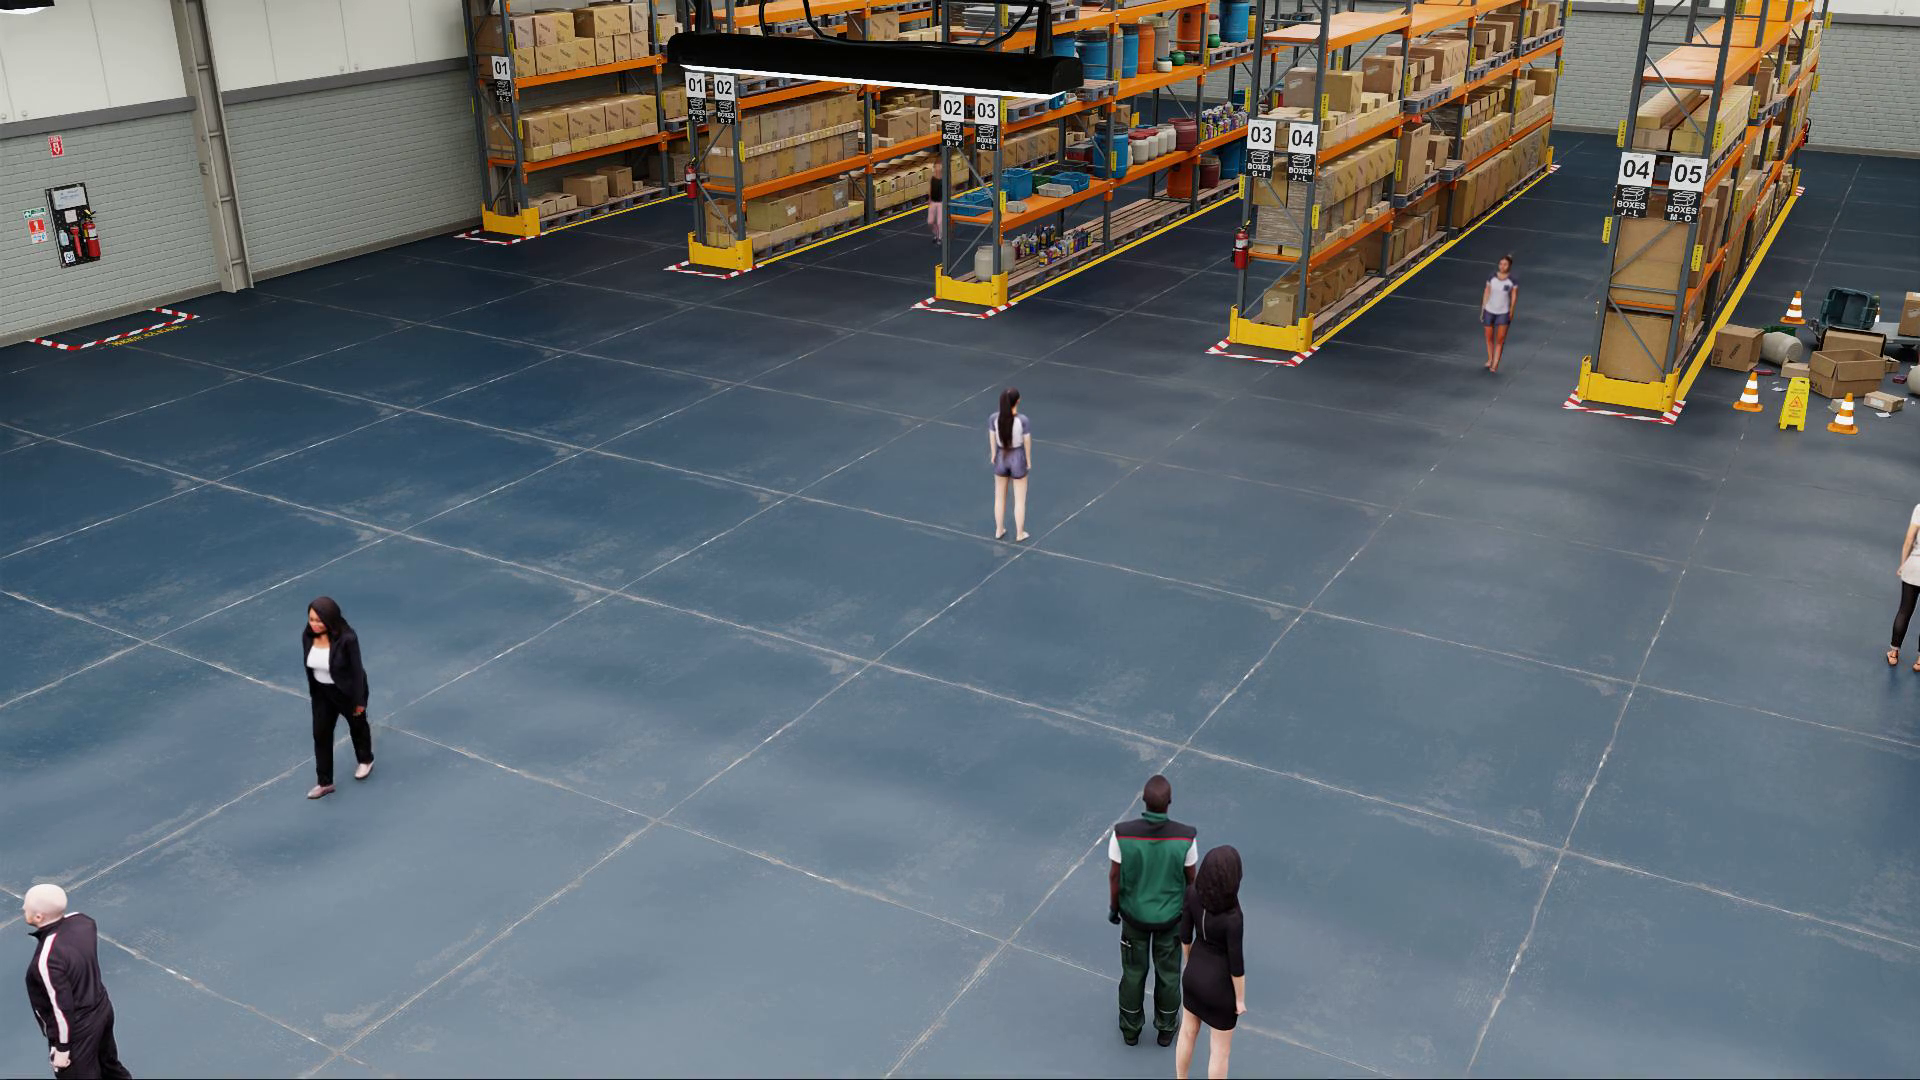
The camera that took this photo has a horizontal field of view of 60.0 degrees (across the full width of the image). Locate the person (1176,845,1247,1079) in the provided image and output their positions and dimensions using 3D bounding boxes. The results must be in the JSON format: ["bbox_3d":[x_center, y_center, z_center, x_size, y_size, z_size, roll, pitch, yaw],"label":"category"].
[{"bbox_3d":[1.397,2.502,9.301,0.609,1.806,0.648,-17,28,-35],"label":"person"}]

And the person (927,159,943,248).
[{"bbox_3d":[-0.369,-6.016,29.653,0.588,1.555,0.653,8,24,18],"label":"person"}]

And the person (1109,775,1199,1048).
[{"bbox_3d":[1.149,2.217,9.929,0.772,1.839,0.758,2,23,6],"label":"person"}]

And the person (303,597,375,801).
[{"bbox_3d":[-4.728,1.137,12.791,0.869,1.589,1.022,2,23,4],"label":"person"}]

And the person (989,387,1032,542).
[{"bbox_3d":[0.526,-0.789,17.240,0.632,1.650,0.569,8,24,18],"label":"person"}]

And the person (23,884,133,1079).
[{"bbox_3d":[-4.726,2.633,8.955,0.830,1.837,0.730,-2,23,-6],"label":"person"}]

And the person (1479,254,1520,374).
[{"bbox_3d":[7.368,-3.111,22.777,0.572,1.590,0.900,14,27,29],"label":"person"}]

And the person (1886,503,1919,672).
[{"bbox_3d":[8.449,0.270,14.524,0.657,1.826,0.608,20,30,39],"label":"person"}]
